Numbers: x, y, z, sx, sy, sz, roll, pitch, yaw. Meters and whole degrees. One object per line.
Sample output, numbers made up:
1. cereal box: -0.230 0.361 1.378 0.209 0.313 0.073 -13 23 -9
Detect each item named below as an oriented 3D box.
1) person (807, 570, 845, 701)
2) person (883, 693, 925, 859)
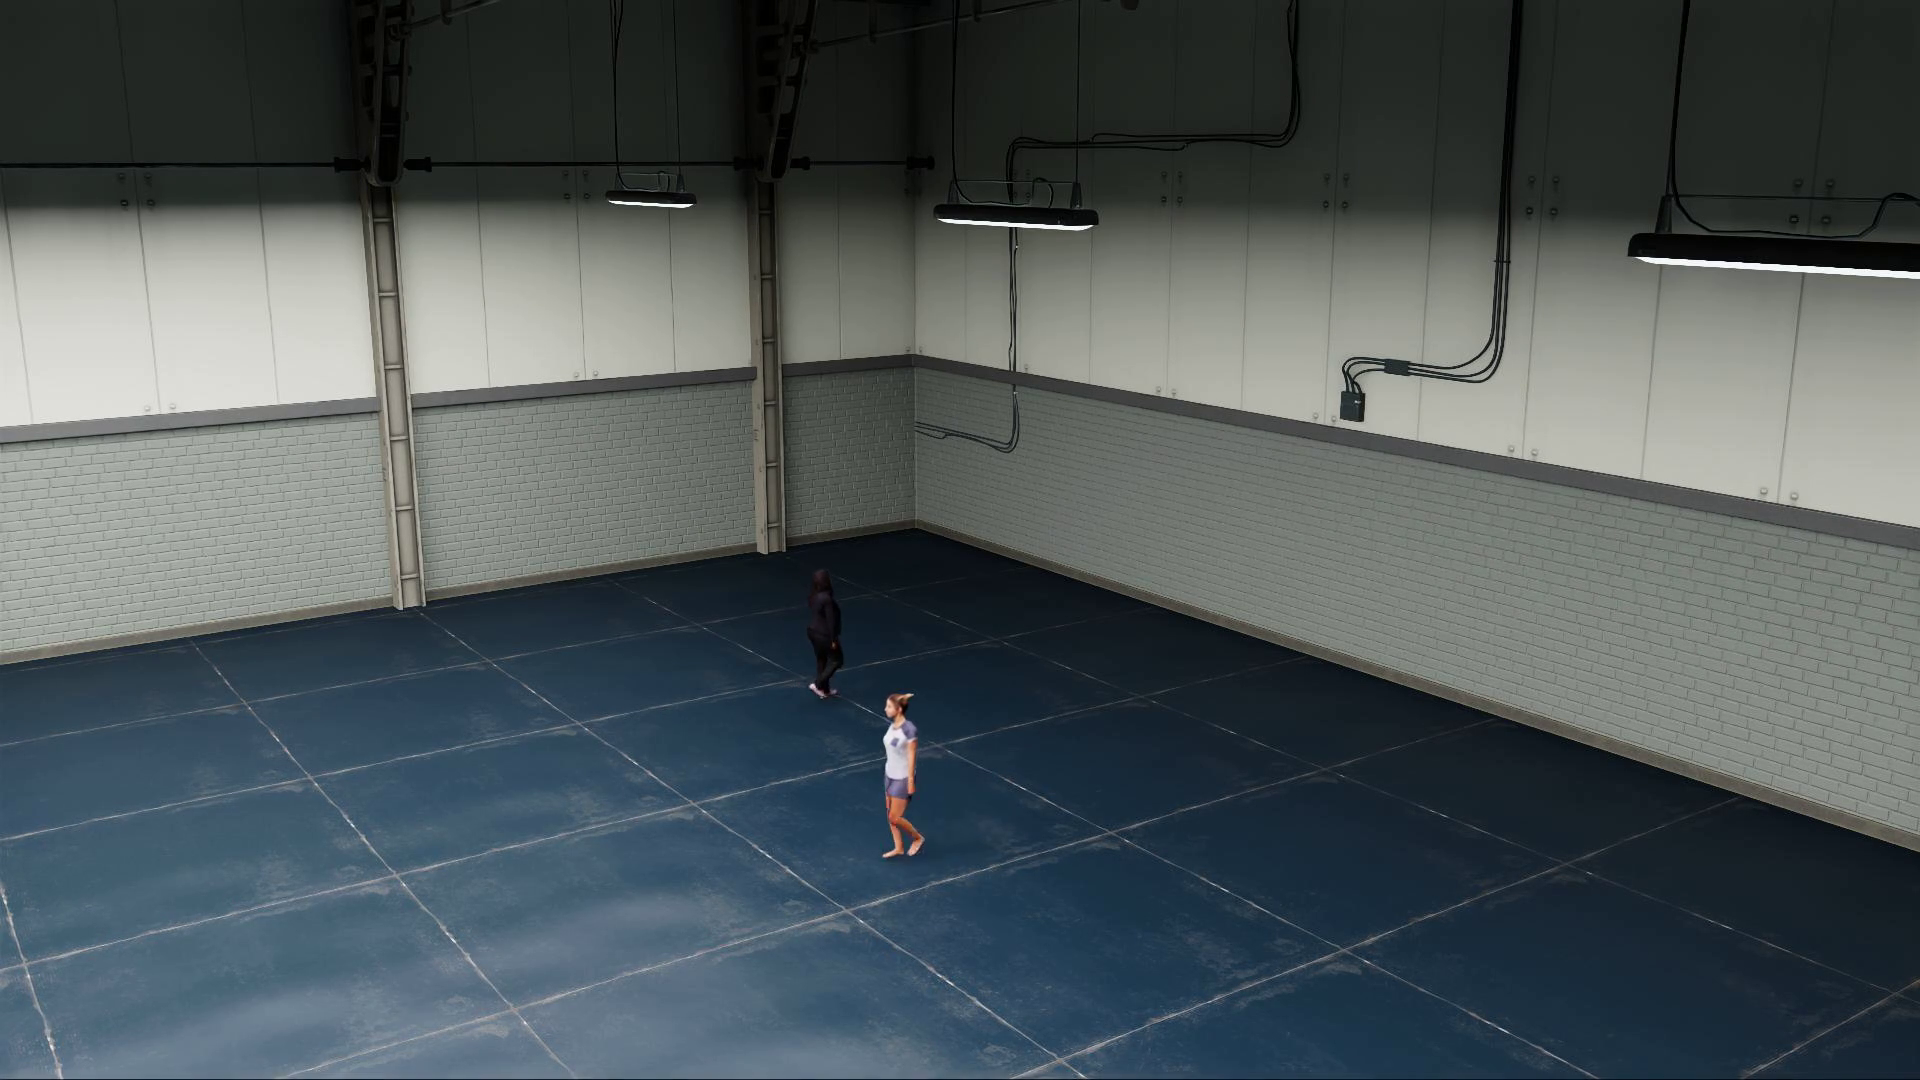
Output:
1. person: -1.685 1.166 19.886 0.720 1.605 0.685 -11 17 -38
2. person: -0.493 2.195 15.427 0.630 1.612 0.597 -8 15 -30
